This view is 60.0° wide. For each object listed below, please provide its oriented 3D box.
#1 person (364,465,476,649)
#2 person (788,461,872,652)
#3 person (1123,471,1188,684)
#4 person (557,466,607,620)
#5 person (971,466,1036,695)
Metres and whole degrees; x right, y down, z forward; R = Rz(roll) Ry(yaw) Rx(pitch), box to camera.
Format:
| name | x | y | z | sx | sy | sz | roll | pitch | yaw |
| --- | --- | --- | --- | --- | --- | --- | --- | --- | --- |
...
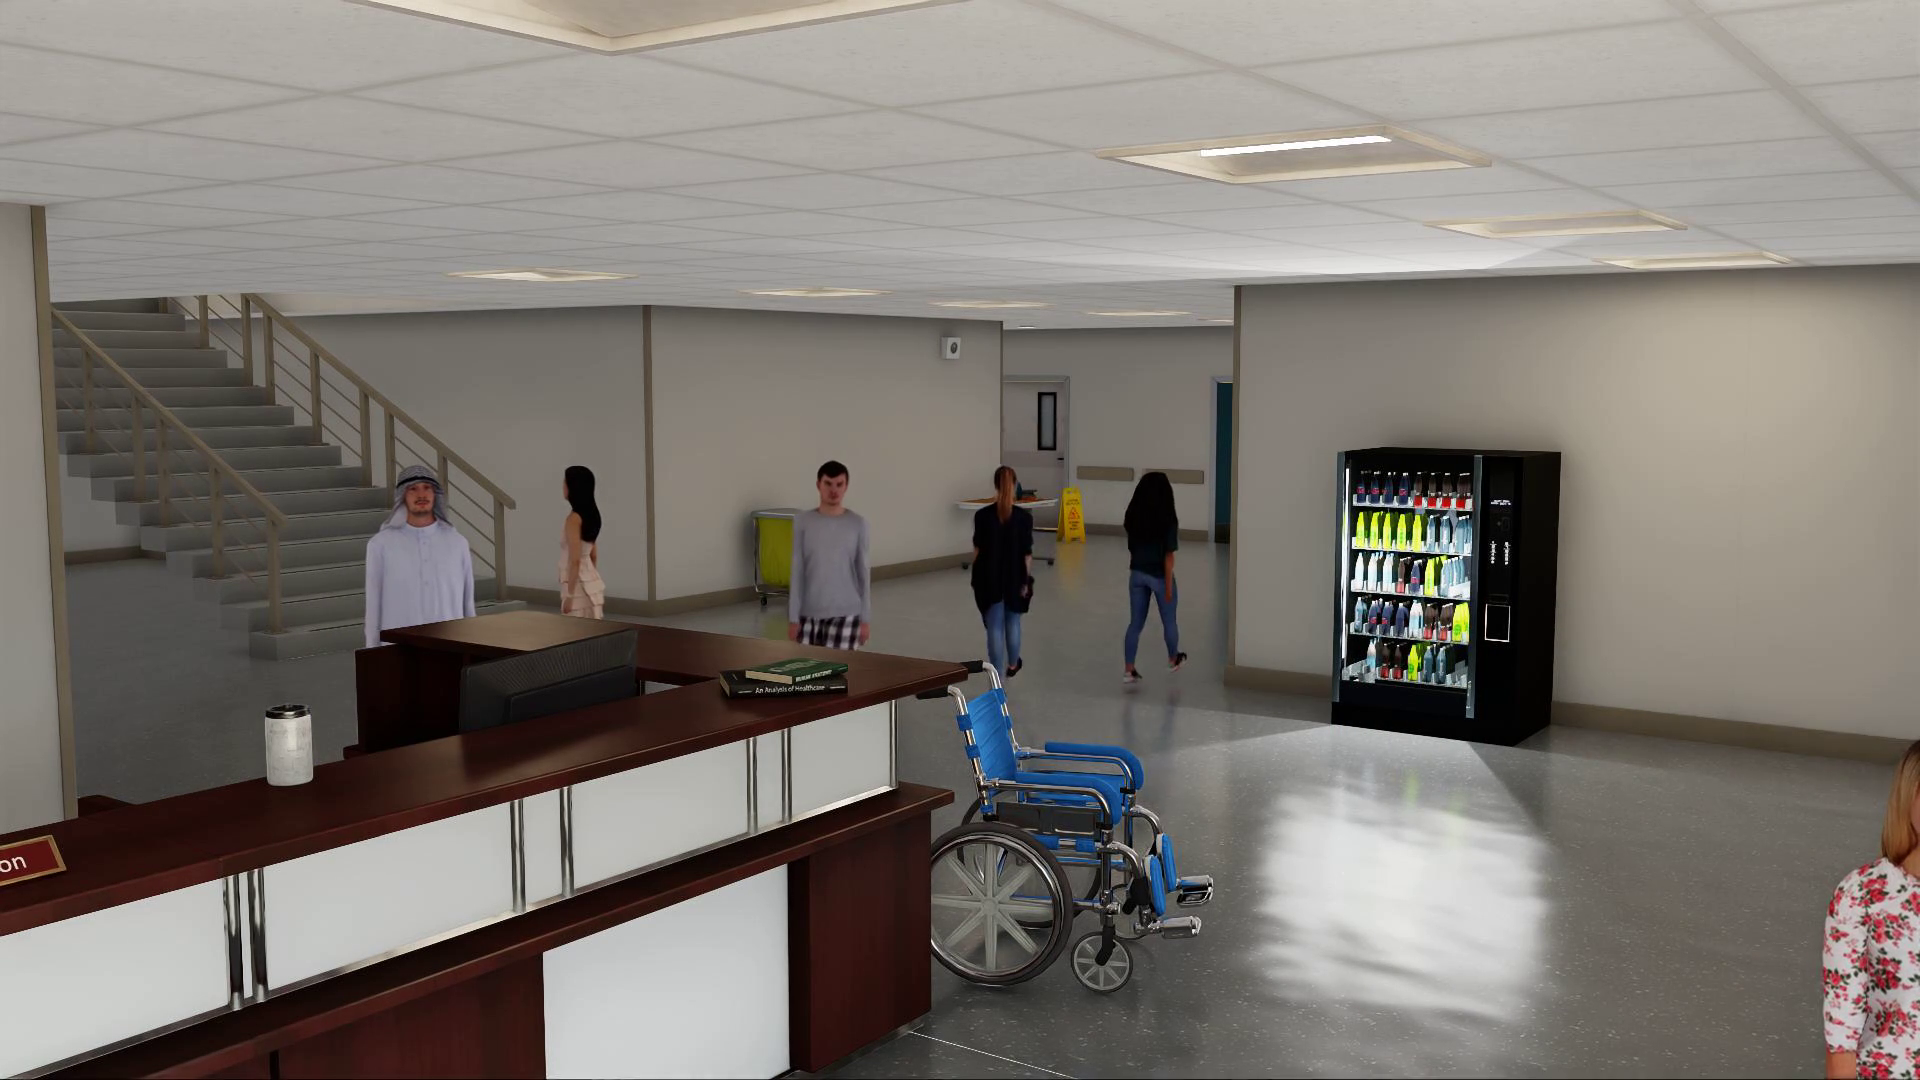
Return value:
| name | x | y | z | sx | sy | sz | roll | pitch | yaw |
| --- | --- | --- | --- | --- | --- | --- | --- | --- | --- |
| person | -2.535 | 0.605 | 7.818 | 0.782 | 1.926 | 0.771 | -4 | 7 | -34 |
| person | -0.766 | 0.451 | 9.812 | 0.856 | 1.833 | 0.902 | 0 | 6 | 2 |
| person | 1.387 | 0.323 | 12.424 | 1.058 | 1.565 | 0.693 | 4 | 7 | 32 |
| person | -2.525 | 0.366 | 11.146 | 0.654 | 1.735 | 0.647 | 1 | 6 | 11 |
| person | 0.302 | 0.334 | 11.944 | 1.132 | 1.639 | 1.020 | 0 | 6 | 3 |
